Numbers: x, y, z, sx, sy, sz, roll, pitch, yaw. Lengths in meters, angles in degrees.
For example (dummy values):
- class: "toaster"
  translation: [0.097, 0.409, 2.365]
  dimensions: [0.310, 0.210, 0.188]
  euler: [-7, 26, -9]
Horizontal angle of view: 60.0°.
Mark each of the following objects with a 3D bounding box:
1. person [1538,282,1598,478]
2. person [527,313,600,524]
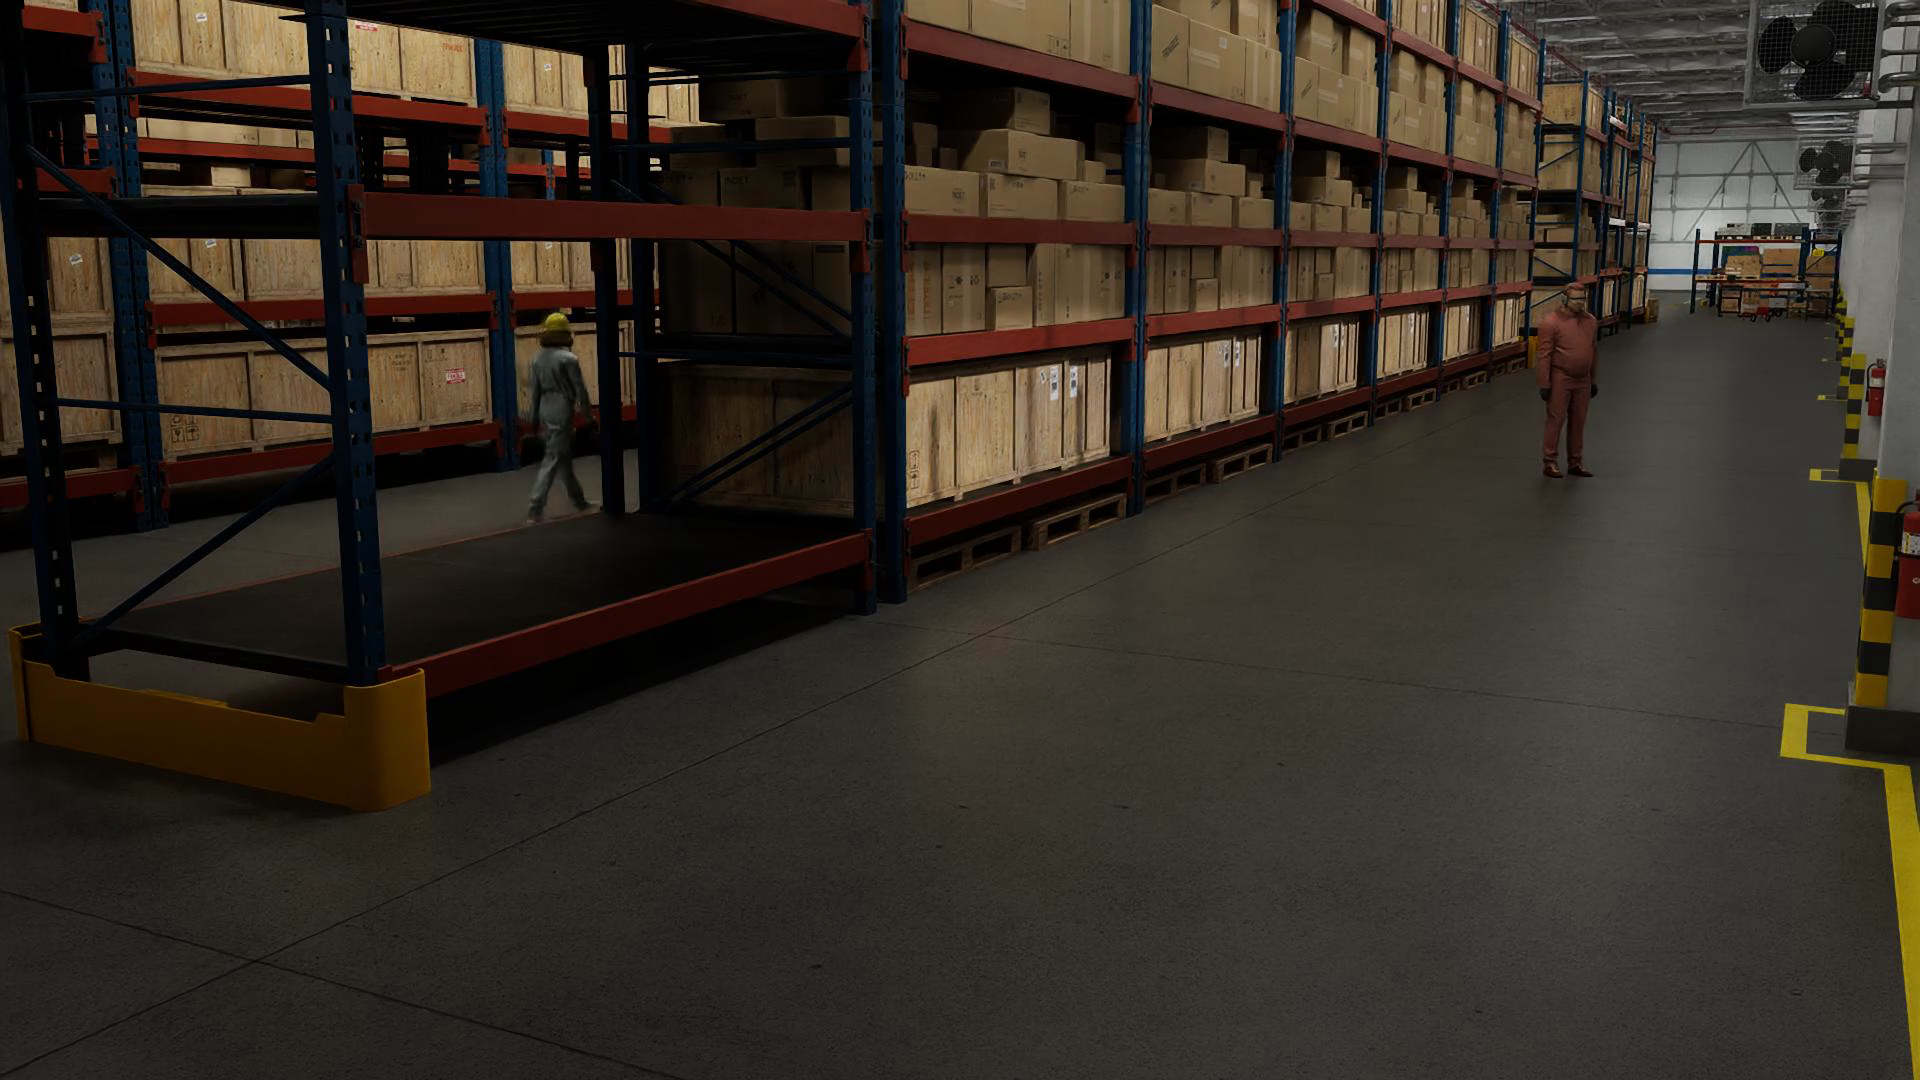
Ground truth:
- class: "person"
  translation: [5.913, -1.543, 16.145]
  dimensions: [0.654, 1.894, 0.401]
  euler: [-3, 10, -18]
- class: "person"
  translation: [-3.254, -0.988, 13.507]
  dimensions: [0.500, 1.693, 0.918]
  euler: [7, 12, 35]
